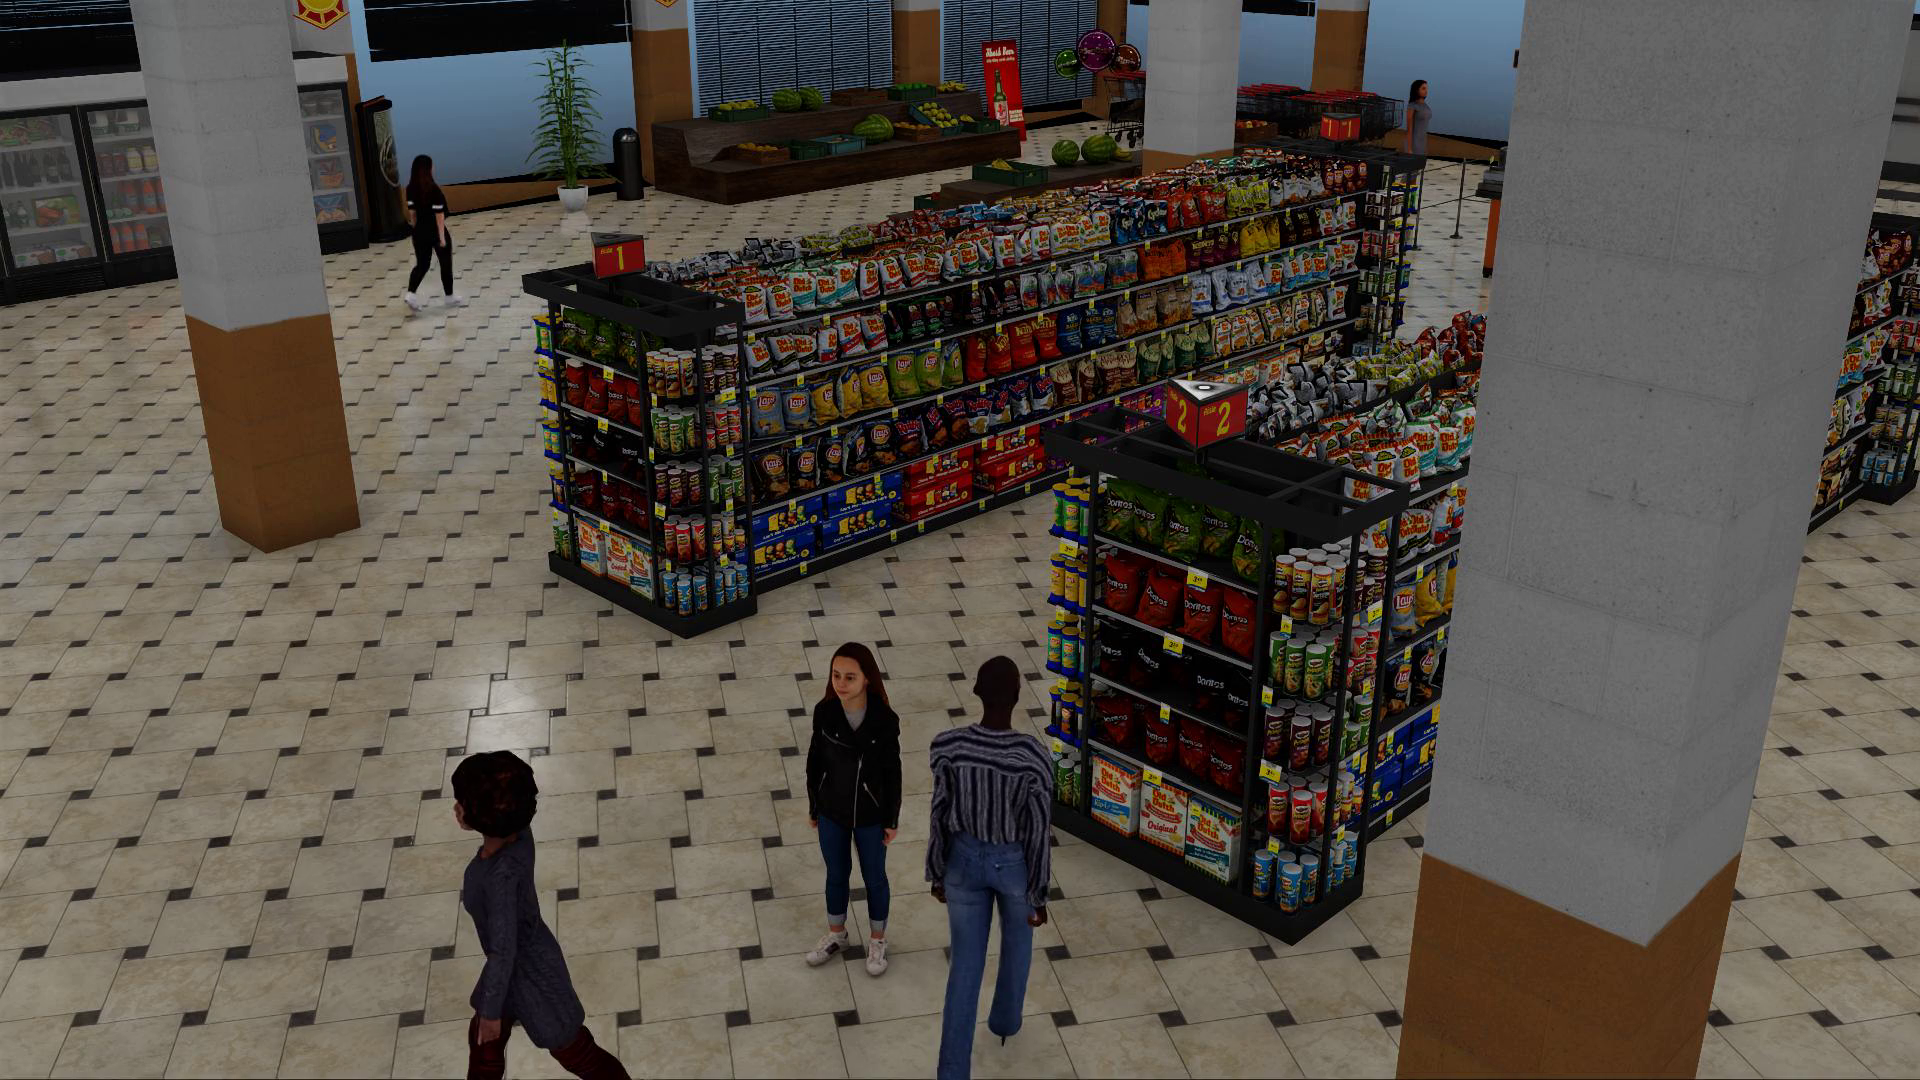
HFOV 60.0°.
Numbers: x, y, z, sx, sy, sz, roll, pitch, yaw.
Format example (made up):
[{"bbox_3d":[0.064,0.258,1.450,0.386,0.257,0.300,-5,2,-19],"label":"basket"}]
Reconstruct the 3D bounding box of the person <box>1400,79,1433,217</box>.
[{"bbox_3d":[6.085,-5.255,22.290,0.442,1.781,0.635,-20,29,-40],"label":"person"}]

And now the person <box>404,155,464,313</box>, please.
[{"bbox_3d":[-5.564,-3.153,17.288,0.885,1.611,1.165,8,23,20],"label":"person"}]

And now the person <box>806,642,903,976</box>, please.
[{"bbox_3d":[-0.437,1.097,6.880,0.638,1.484,0.656,6,23,14],"label":"person"}]

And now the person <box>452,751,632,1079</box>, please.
[{"bbox_3d":[-1.382,1.493,5.651,1.165,1.666,0.949,-6,23,-15],"label":"person"}]

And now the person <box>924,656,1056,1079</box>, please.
[{"bbox_3d":[0.097,1.291,6.021,1.022,1.763,1.207,5,22,11],"label":"person"}]
